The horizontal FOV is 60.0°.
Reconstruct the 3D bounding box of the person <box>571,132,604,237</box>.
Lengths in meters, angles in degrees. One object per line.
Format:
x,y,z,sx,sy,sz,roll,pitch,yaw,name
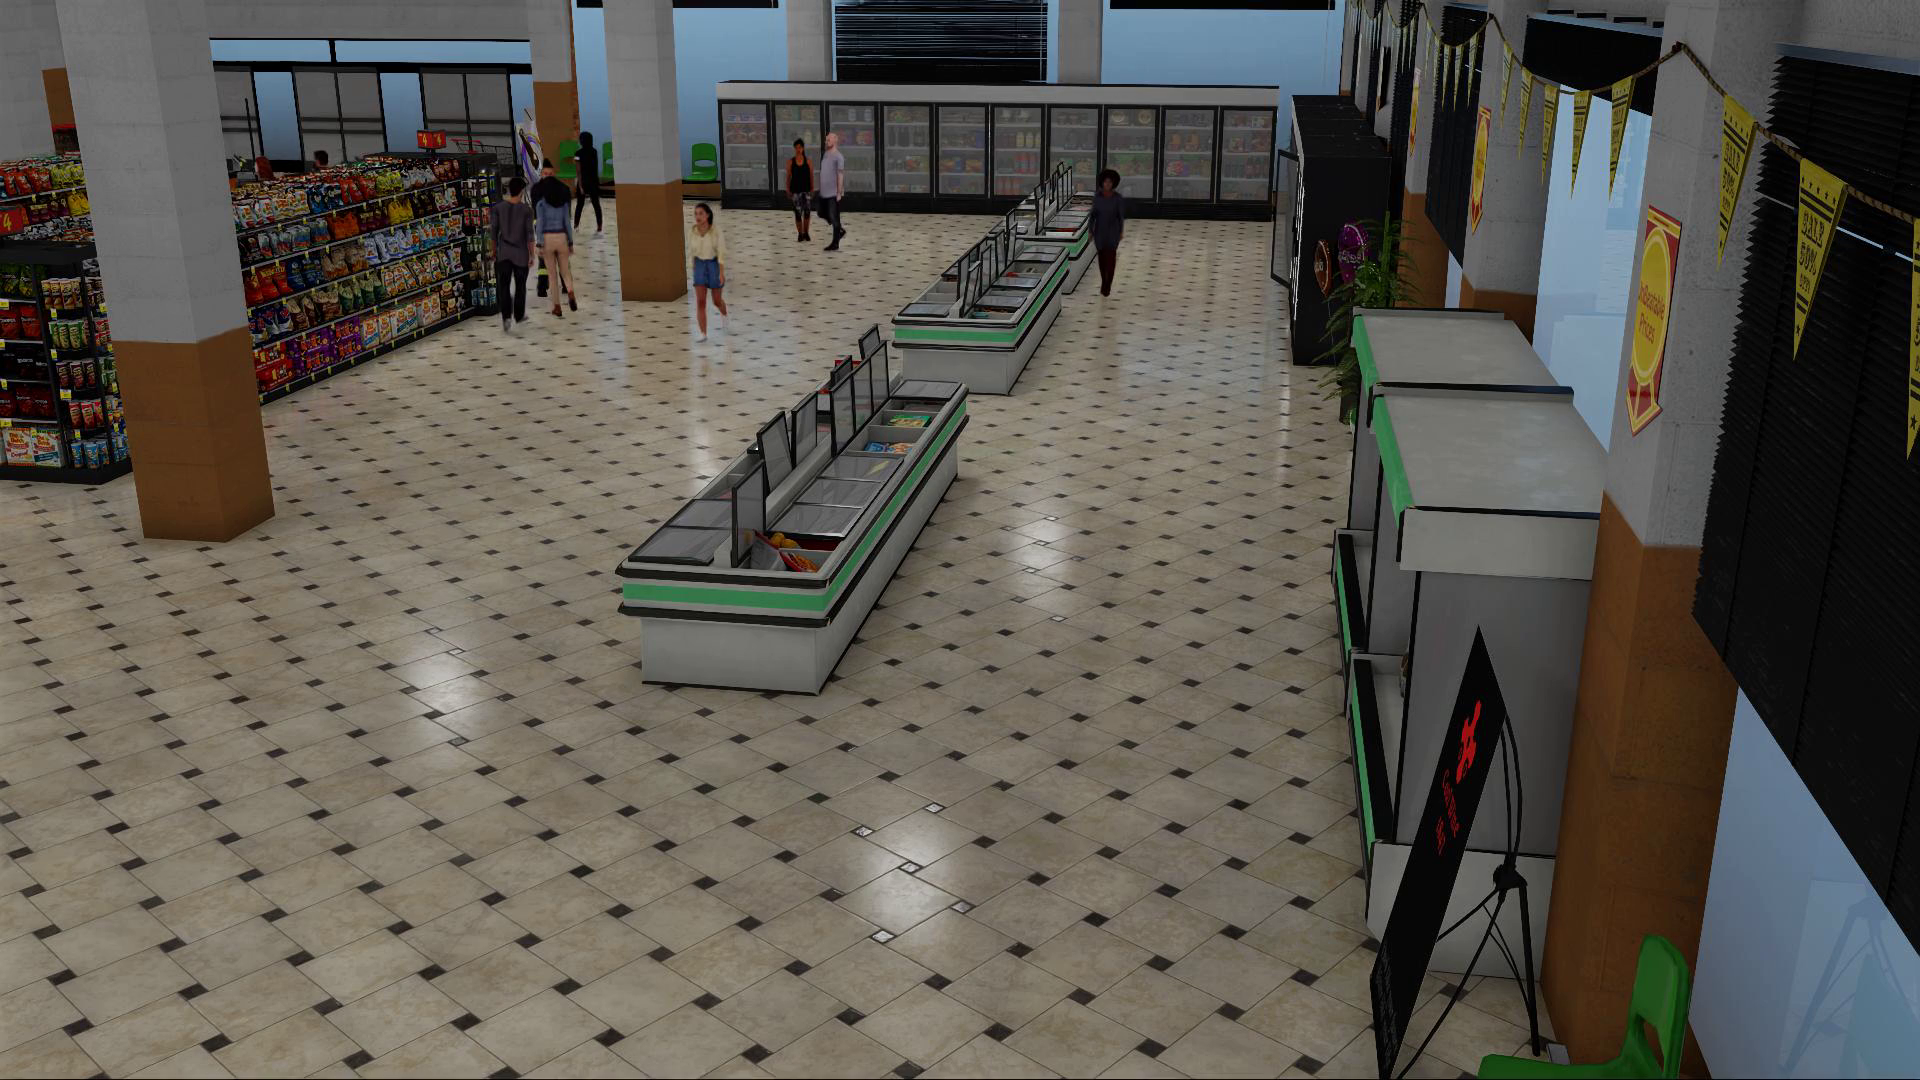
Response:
-6.131,-5.885,27.646,1.116,1.694,1.130,-15,24,-37,person

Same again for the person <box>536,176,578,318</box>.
-5.093,-3.687,21.012,0.847,1.766,0.918,-11,21,-29,person

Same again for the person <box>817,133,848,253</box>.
-1.950,-5.493,26.276,0.944,1.826,0.883,-13,22,-33,person

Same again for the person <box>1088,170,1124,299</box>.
1.985,-4.133,22.472,0.649,1.680,1.010,6,19,16,person

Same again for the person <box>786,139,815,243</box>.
-2.607,-5.711,27.195,0.718,1.651,0.821,-2,19,-7,person

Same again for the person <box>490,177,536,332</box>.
-5.450,-3.447,20.239,0.900,1.806,1.189,-2,19,-4,person

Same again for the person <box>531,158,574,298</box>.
-5.450,-4.198,22.437,0.865,1.825,1.152,1,19,2,person

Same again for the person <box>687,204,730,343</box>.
-2.955,-3.168,19.716,0.624,1.612,0.972,4,19,11,person
